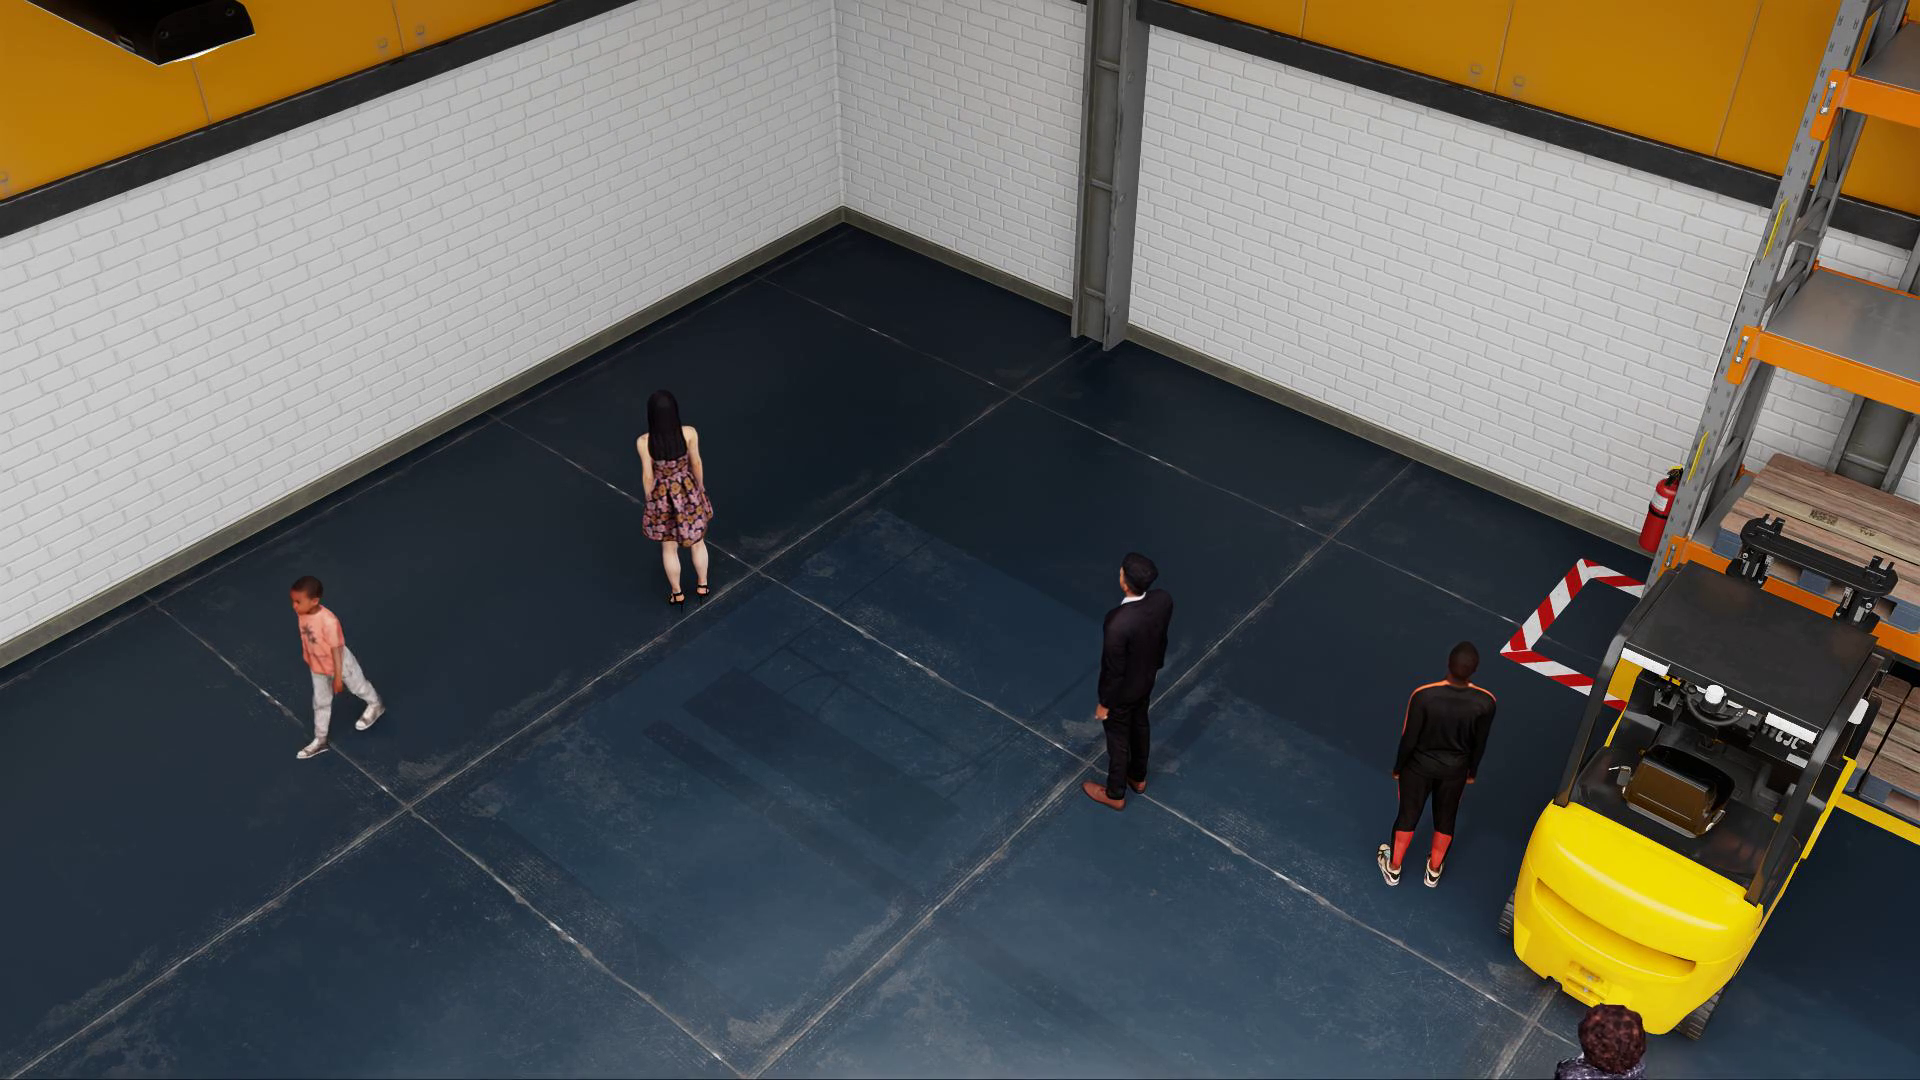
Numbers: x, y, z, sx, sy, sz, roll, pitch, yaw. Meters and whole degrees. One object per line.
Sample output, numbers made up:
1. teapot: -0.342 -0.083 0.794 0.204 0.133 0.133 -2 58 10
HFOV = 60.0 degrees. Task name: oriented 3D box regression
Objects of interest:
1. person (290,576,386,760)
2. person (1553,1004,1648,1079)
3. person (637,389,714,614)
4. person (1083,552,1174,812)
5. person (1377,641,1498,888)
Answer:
1. person: -3.876 0.725 10.391 0.852 1.277 0.667 20 43 23
2. person: 2.821 2.758 7.520 0.741 1.685 0.793 -5 39 -7
3. person: -1.920 -0.264 11.231 0.785 1.775 0.819 -15 41 -18
4. person: 0.995 0.833 9.770 0.550 1.884 0.710 31 48 33
5. person: 2.667 1.259 9.296 0.652 1.809 0.758 4 39 5
